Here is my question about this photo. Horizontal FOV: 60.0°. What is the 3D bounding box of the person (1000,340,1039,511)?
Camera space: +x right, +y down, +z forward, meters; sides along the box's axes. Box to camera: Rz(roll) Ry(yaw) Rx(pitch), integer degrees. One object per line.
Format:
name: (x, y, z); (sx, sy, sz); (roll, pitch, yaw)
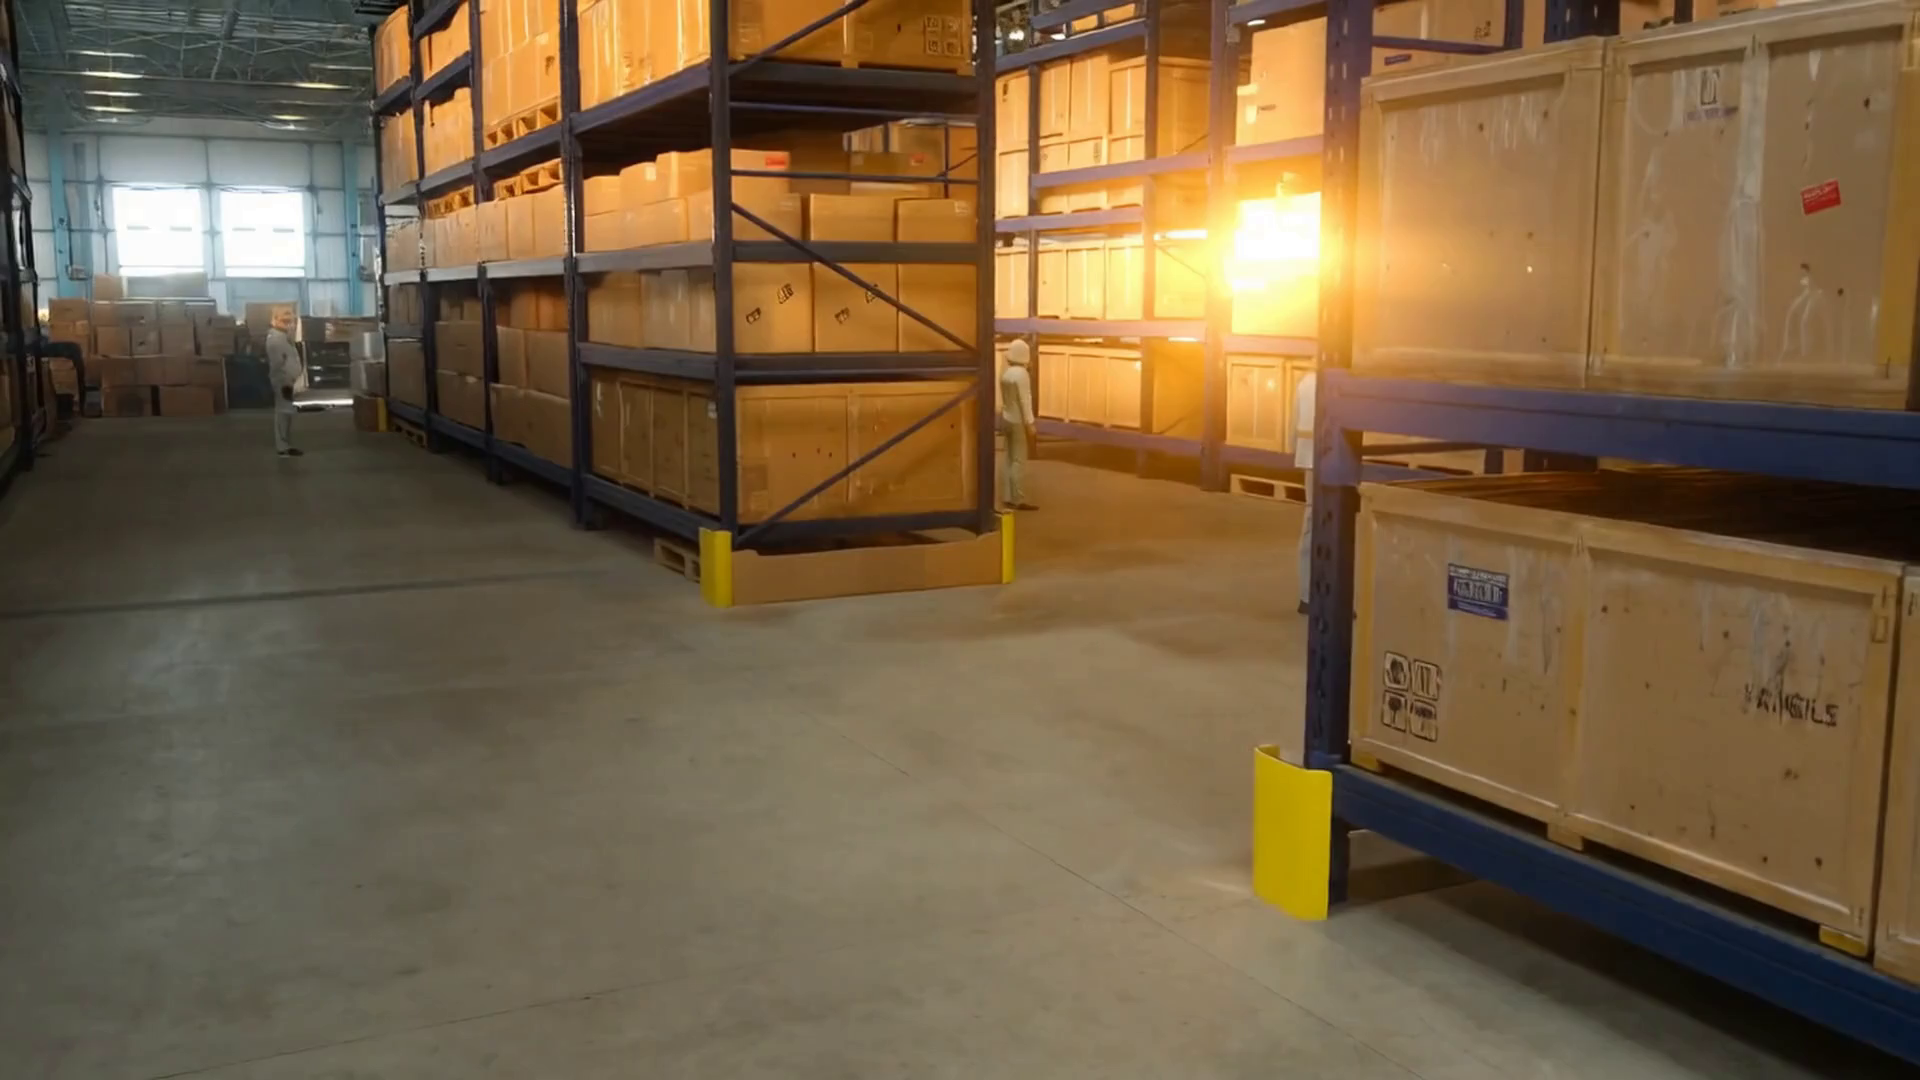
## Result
person: (0.549, -1.088, 15.870); (0.284, 1.633, 0.497); (-4, 9, -26)

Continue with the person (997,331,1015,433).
person: (0.702, -2.341, 24.489); (0.308, 1.640, 0.510); (-4, 9, -26)

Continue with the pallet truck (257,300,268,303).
pallet truck: (-23.913, -7.404, 58.171); (1.885, 1.965, 0.823); (-1, 8, -9)

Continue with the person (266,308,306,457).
person: (-8.649, -2.016, 21.332); (0.409, 1.909, 0.640); (-4, 9, -26)

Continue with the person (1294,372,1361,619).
person: (2.331, -0.420, 10.529); (0.390, 1.846, 0.564); (-4, 9, -26)

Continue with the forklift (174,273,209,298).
forklift: (-23.715, -6.877, 51.513); (1.873, 2.768, 1.129); (6, 10, 36)
